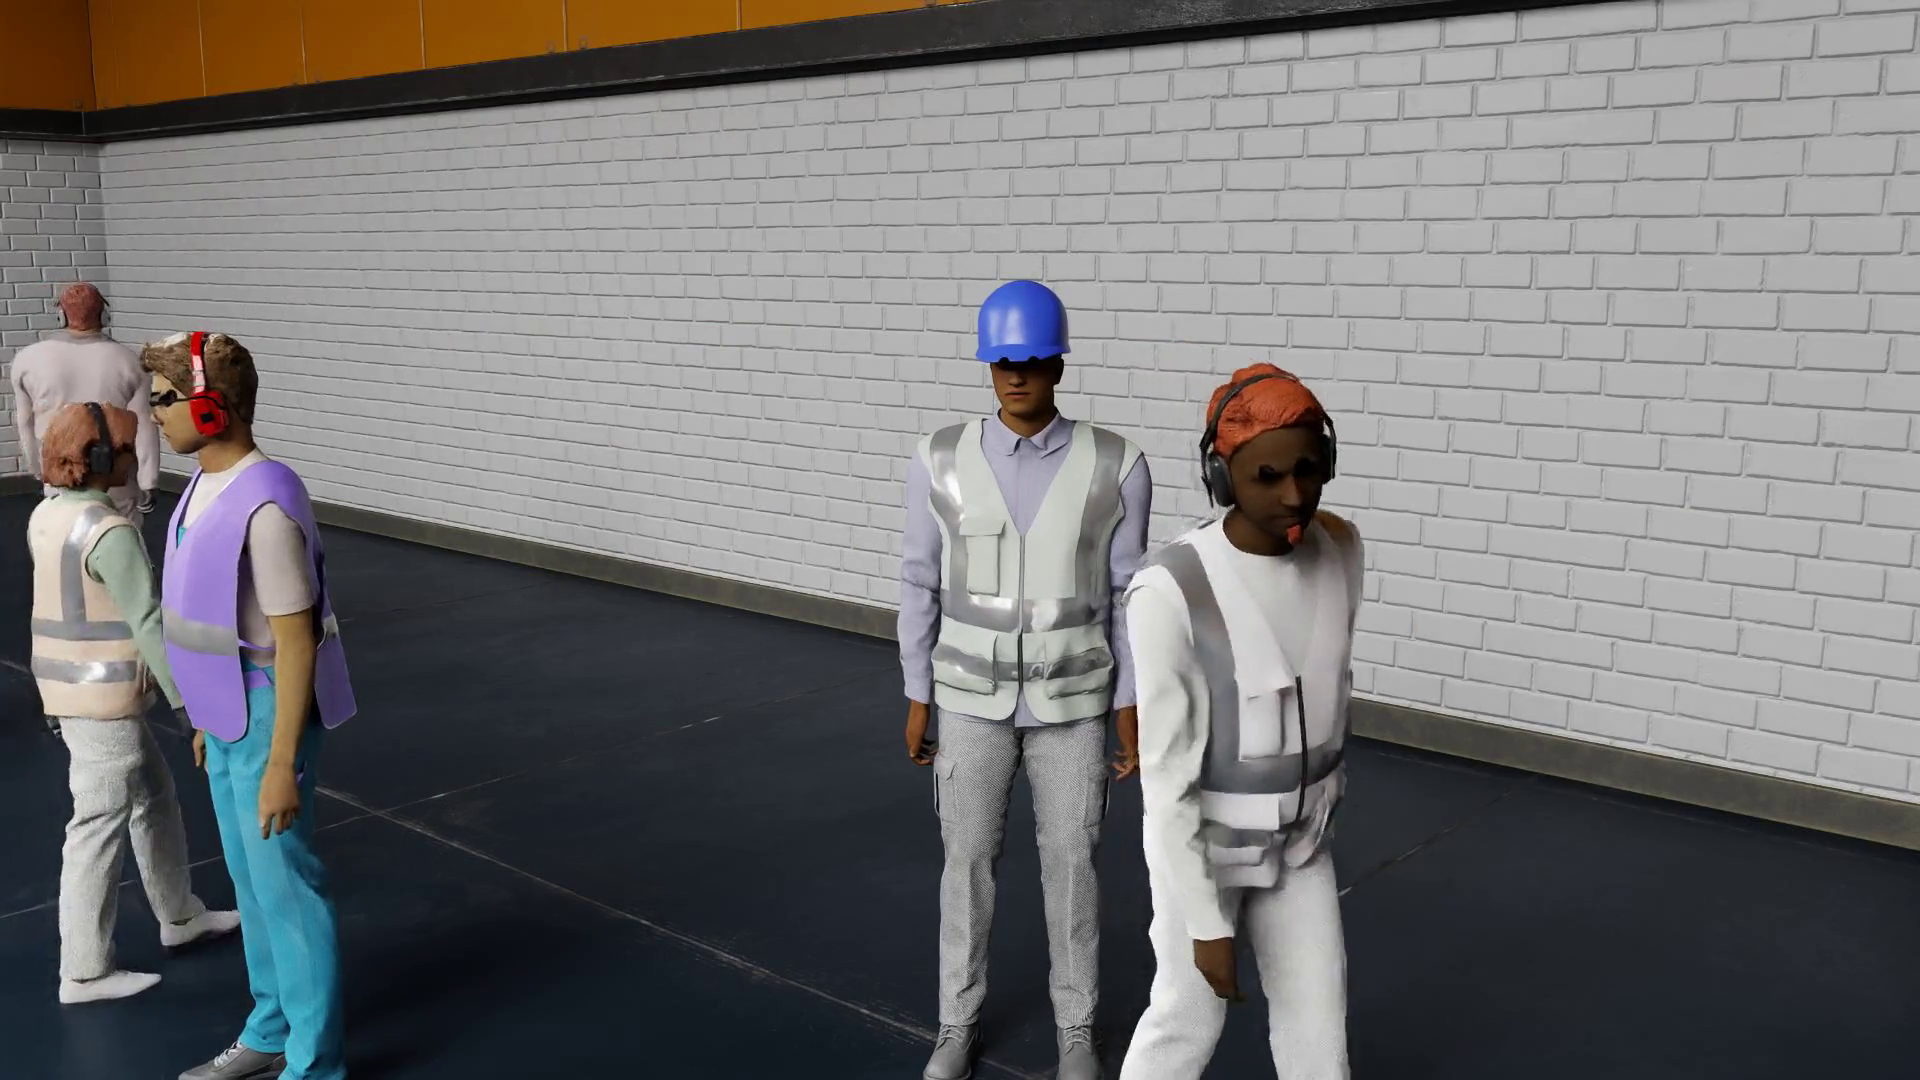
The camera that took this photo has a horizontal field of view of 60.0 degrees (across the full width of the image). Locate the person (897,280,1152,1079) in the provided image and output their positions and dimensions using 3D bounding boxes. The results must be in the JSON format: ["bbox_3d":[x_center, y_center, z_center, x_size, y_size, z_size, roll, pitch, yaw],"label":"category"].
[{"bbox_3d":[0.151,0.365,3.969,0.607,1.947,0.389,1,10,5],"label":"person"}]

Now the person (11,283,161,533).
[{"bbox_3d":[-4.334,-0.348,8.321,0.644,1.852,0.981,-4,11,-20],"label":"person"}]

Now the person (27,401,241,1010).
[{"bbox_3d":[-2.207,0.433,4.532,0.657,1.618,0.525,-10,14,-43],"label":"person"}]

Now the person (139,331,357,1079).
[{"bbox_3d":[-1.609,0.445,3.820,0.393,1.839,0.563,-7,12,-37],"label":"person"}]

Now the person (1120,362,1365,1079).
[{"bbox_3d":[0.541,0.580,3.100,0.635,1.836,0.847,-5,11,-28],"label":"person"}]
